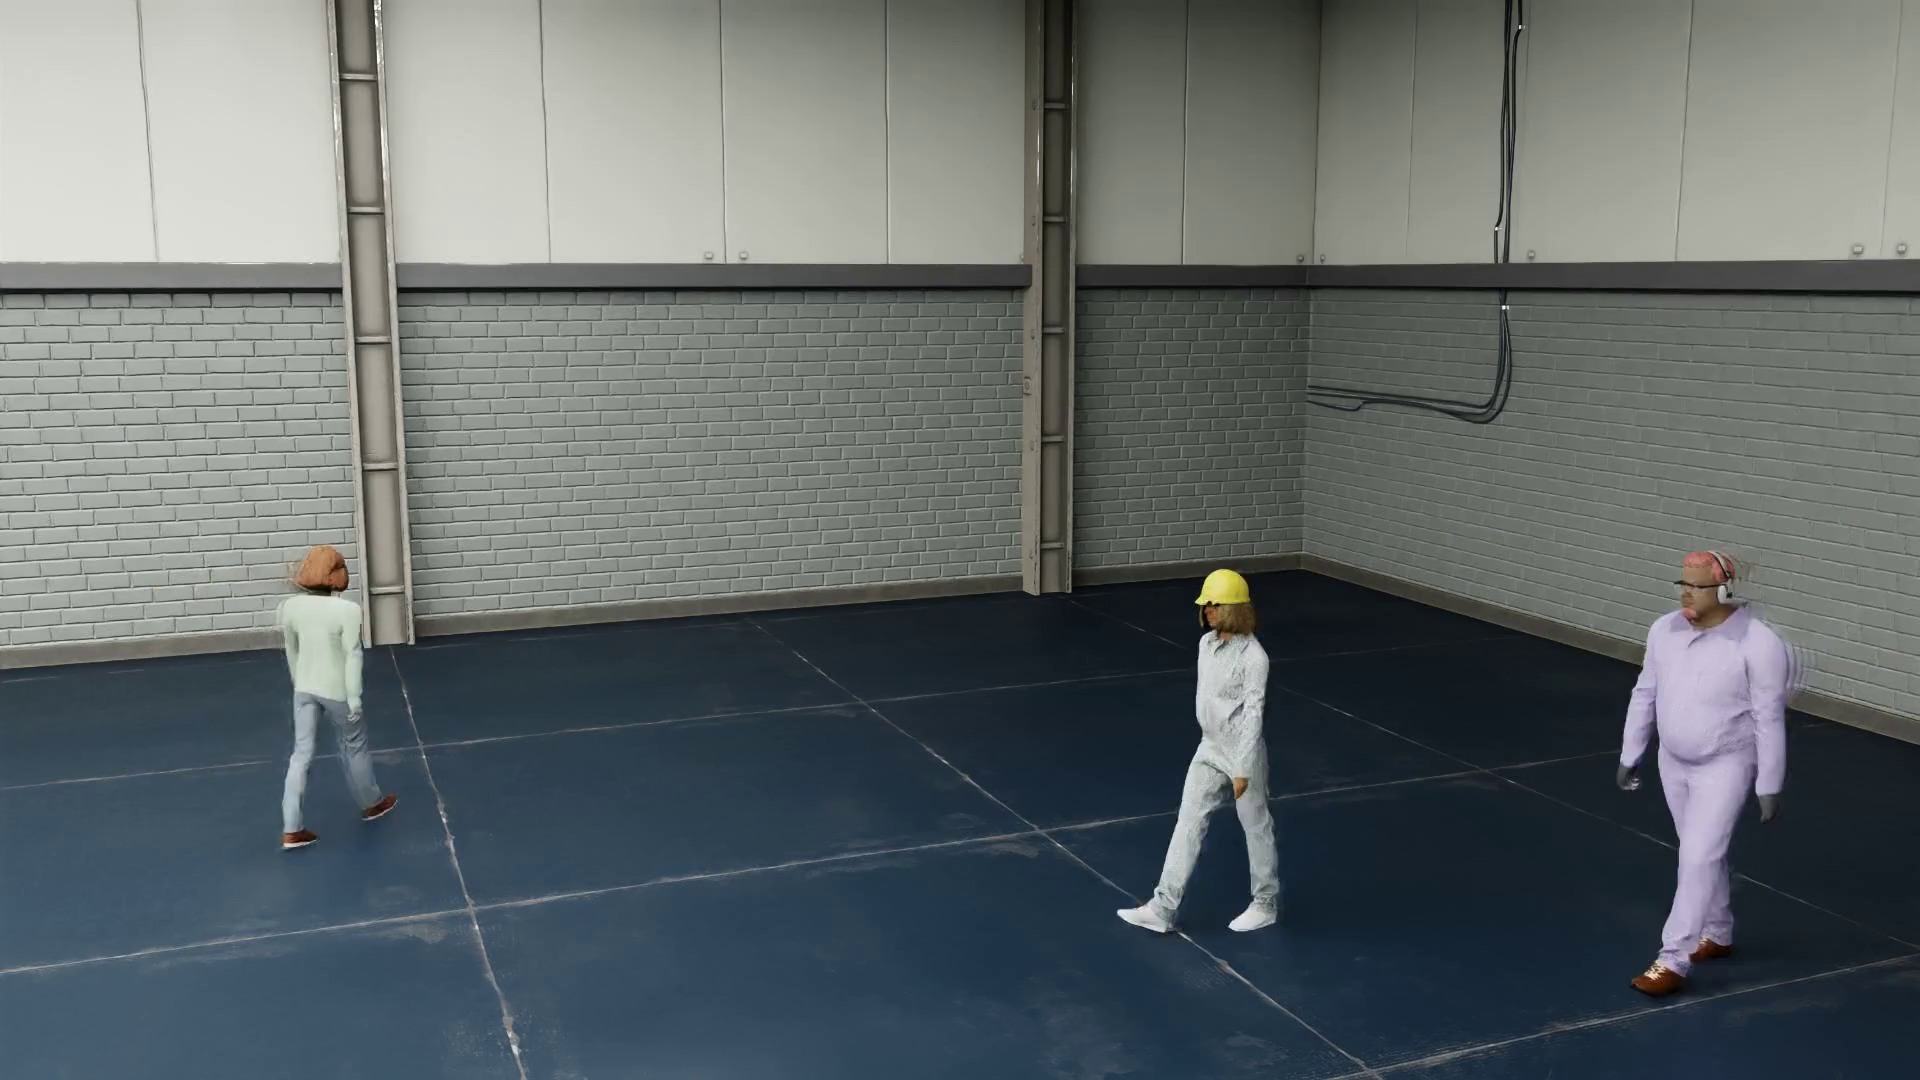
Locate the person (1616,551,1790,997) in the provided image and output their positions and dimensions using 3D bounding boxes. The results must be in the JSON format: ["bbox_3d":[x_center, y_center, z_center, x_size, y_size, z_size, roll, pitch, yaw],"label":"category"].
[{"bbox_3d":[3.095,0.978,7.108,0.902,1.866,0.677,-4,10,-25],"label":"person"}]

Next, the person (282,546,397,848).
[{"bbox_3d":[-3.419,0.817,8.992,0.516,1.583,0.852,3,9,15],"label":"person"}]

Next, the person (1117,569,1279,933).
[{"bbox_3d":[1.134,0.986,7.542,0.849,1.701,0.508,-5,10,-29],"label":"person"}]
